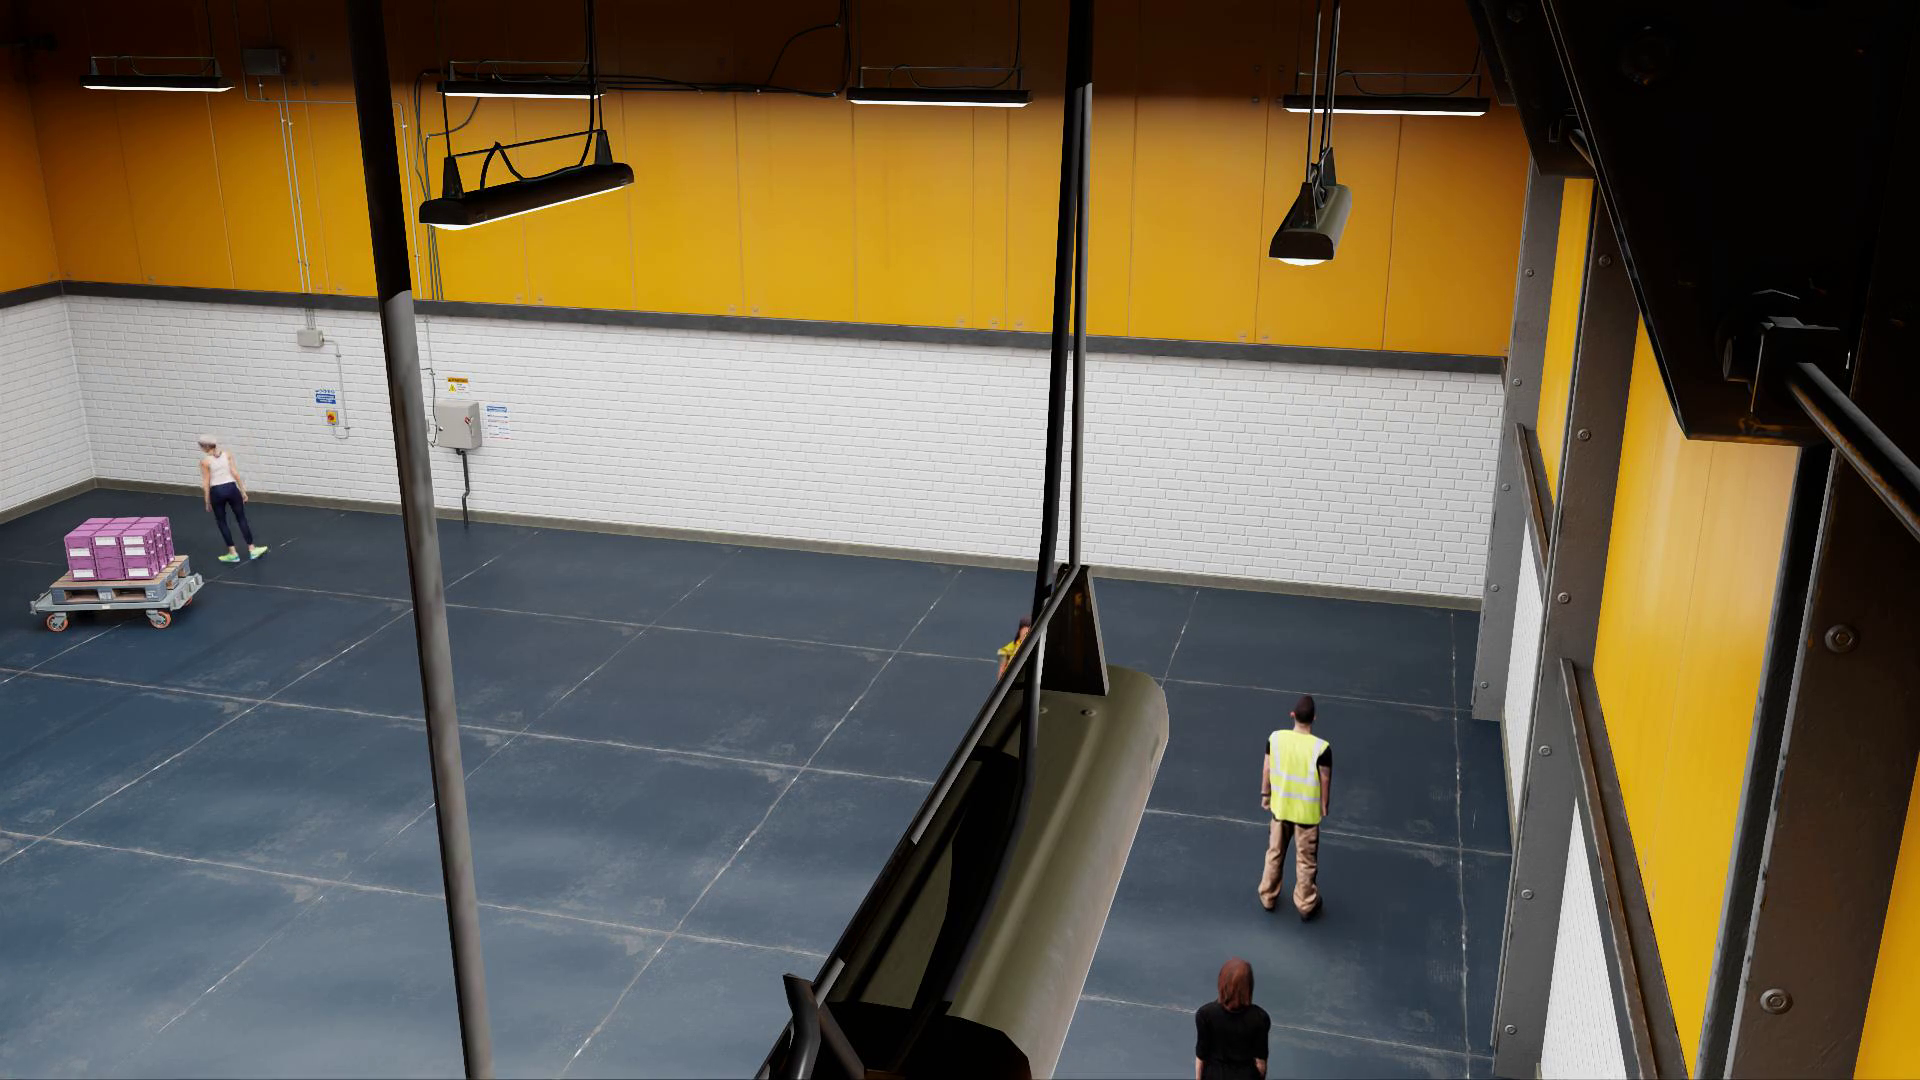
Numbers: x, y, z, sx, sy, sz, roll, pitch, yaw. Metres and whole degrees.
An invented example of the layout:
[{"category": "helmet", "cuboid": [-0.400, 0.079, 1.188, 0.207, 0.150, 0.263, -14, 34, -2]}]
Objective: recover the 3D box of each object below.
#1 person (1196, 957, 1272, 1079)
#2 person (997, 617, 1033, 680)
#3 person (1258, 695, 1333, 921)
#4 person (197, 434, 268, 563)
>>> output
[{"category": "person", "cuboid": [1.612, 3.255, 9.893, 0.620, 1.704, 0.550, 2, 19, 5]}, {"category": "person", "cuboid": [0.588, 1.450, 15.378, 0.993, 1.625, 1.231, 0, 19, 1]}, {"category": "person", "cuboid": [2.653, 2.100, 13.114, 0.776, 1.838, 0.767, 11, 21, 29]}, {"category": "person", "cuboid": [-9.309, -0.541, 21.215, 0.780, 1.674, 0.950, -13, 23, -34]}]
